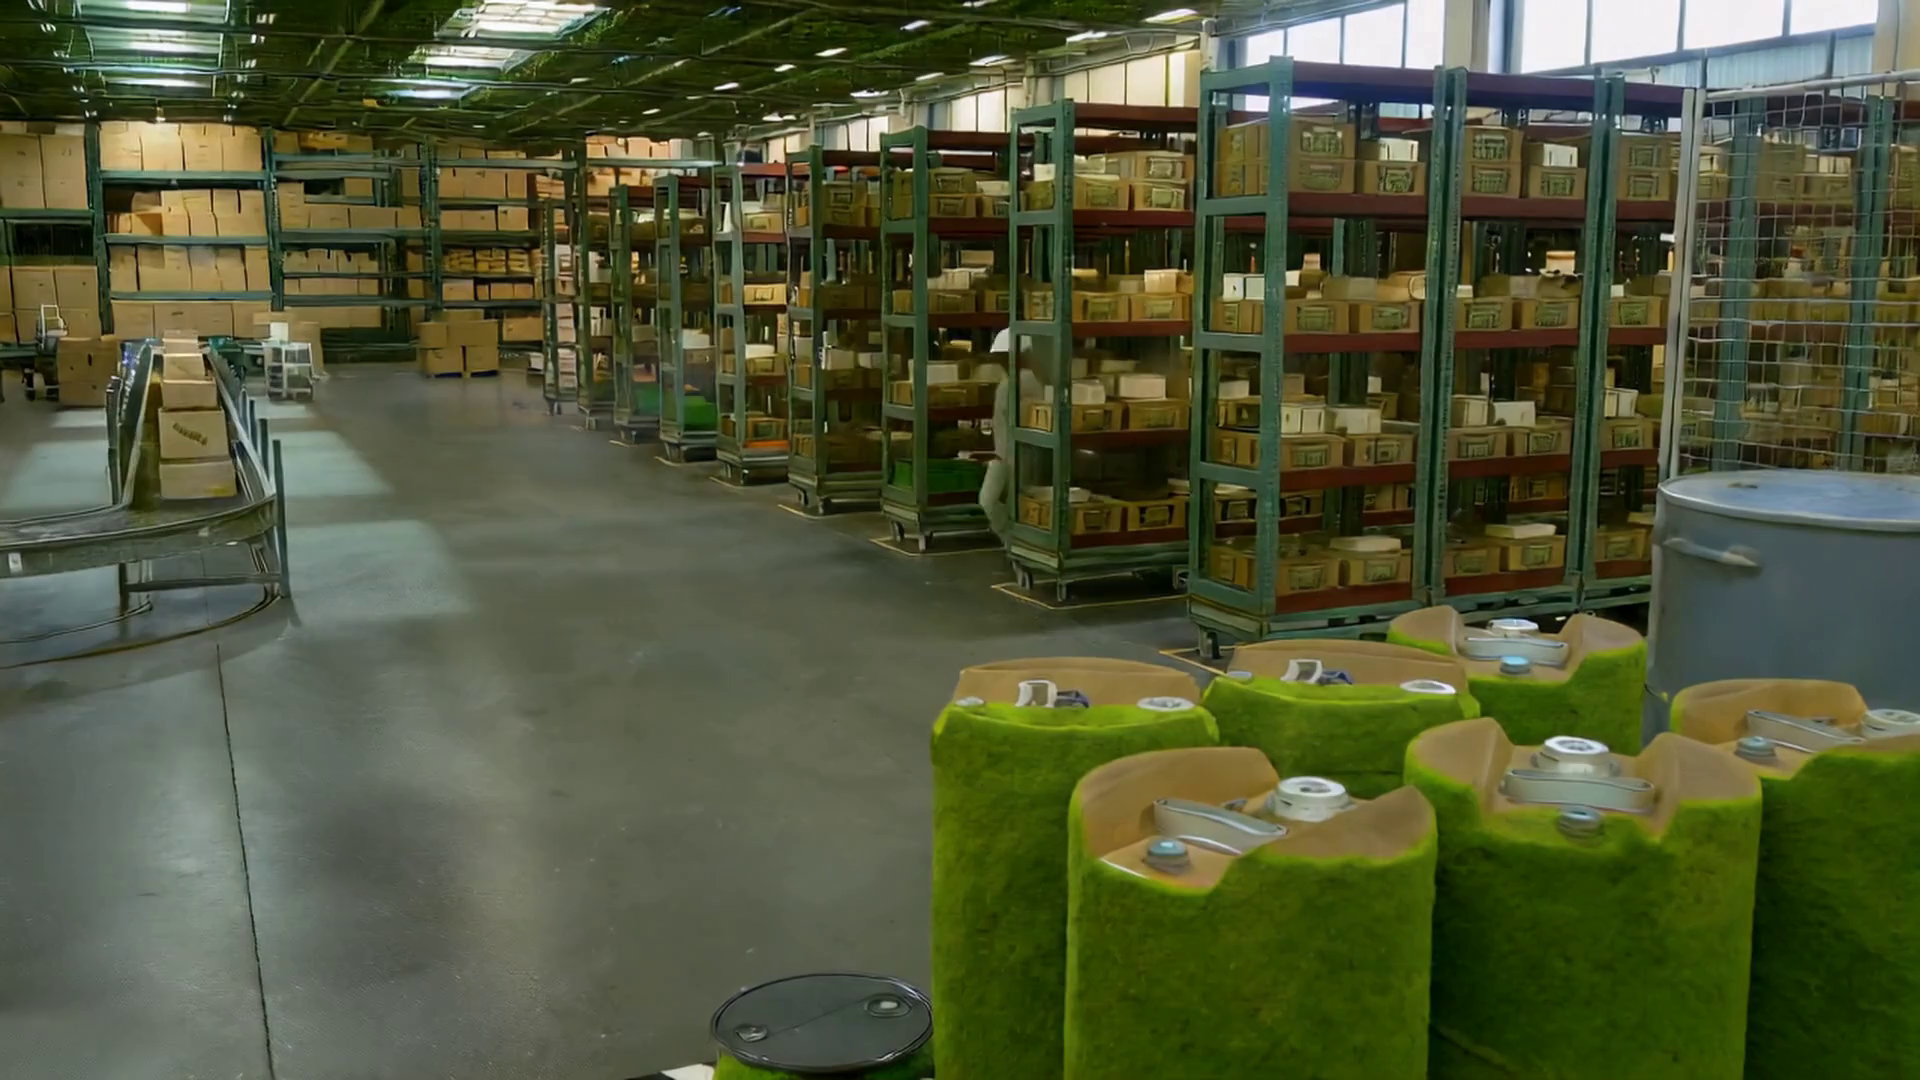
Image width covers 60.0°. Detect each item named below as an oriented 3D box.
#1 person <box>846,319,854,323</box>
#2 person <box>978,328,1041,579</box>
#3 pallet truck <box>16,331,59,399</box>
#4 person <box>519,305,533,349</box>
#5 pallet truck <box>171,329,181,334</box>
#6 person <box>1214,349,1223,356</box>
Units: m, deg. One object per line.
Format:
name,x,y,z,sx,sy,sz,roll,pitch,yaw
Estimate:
person,-3.283,-6.406,49.336,0.430,1.752,0.526,-4,10,-25
person,0.399,-0.668,13.025,0.451,1.972,0.618,-5,10,-26
pallet truck,-17.082,-3.353,31.781,1.630,1.274,0.653,-4,10,-25
person,-13.158,-6.711,50.593,0.617,1.961,0.624,-3,10,-20
pallet truck,-17.275,-3.851,35.096,1.601,1.201,0.680,0,9,1
person,3.453,-2.243,23.236,0.588,1.835,0.403,6,11,31
